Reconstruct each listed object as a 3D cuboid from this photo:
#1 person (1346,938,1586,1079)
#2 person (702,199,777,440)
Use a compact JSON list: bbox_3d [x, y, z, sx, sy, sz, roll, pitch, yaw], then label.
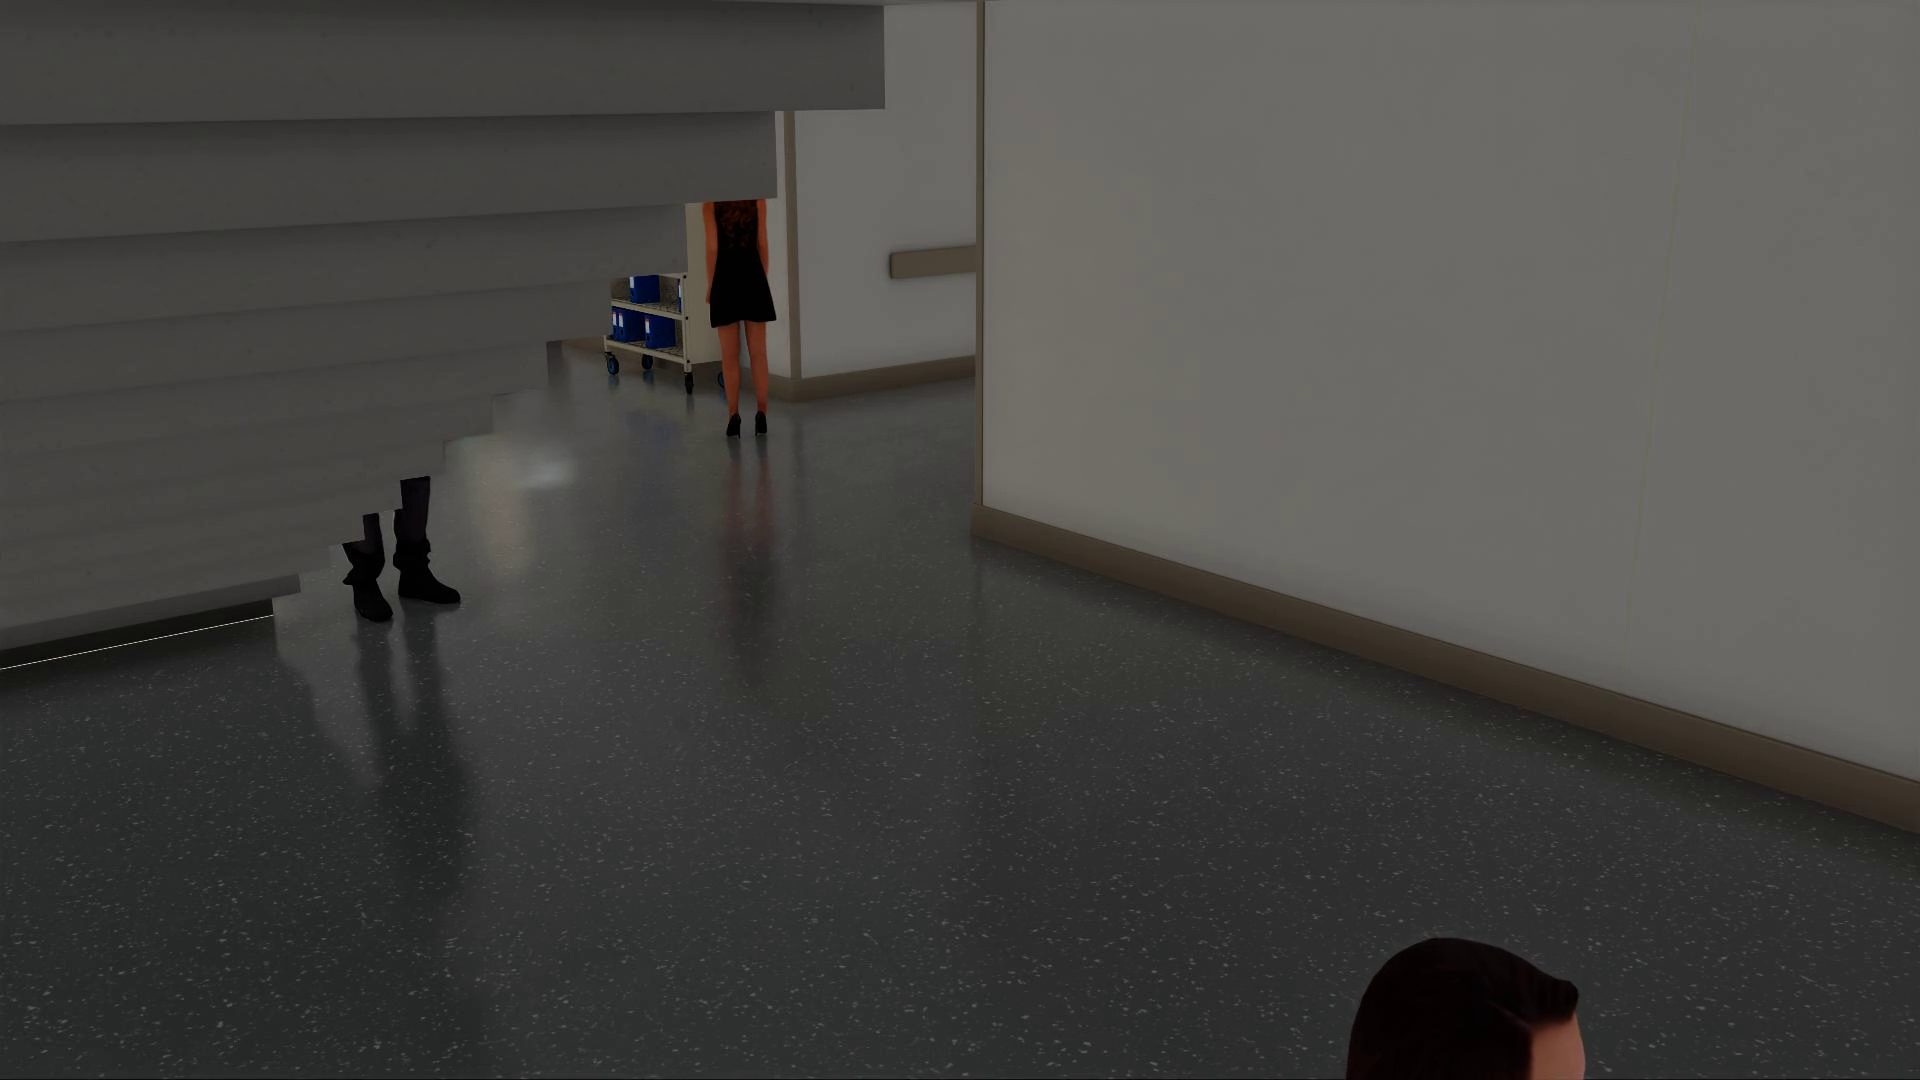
[{"bbox_3d":[0.443,1.089,1.630,0.667,1.562,0.636,5,17,17],"label":"person"},{"bbox_3d":[-1.399,-1.562,10.529,0.662,1.834,0.655,-4,16,-16],"label":"person"}]
